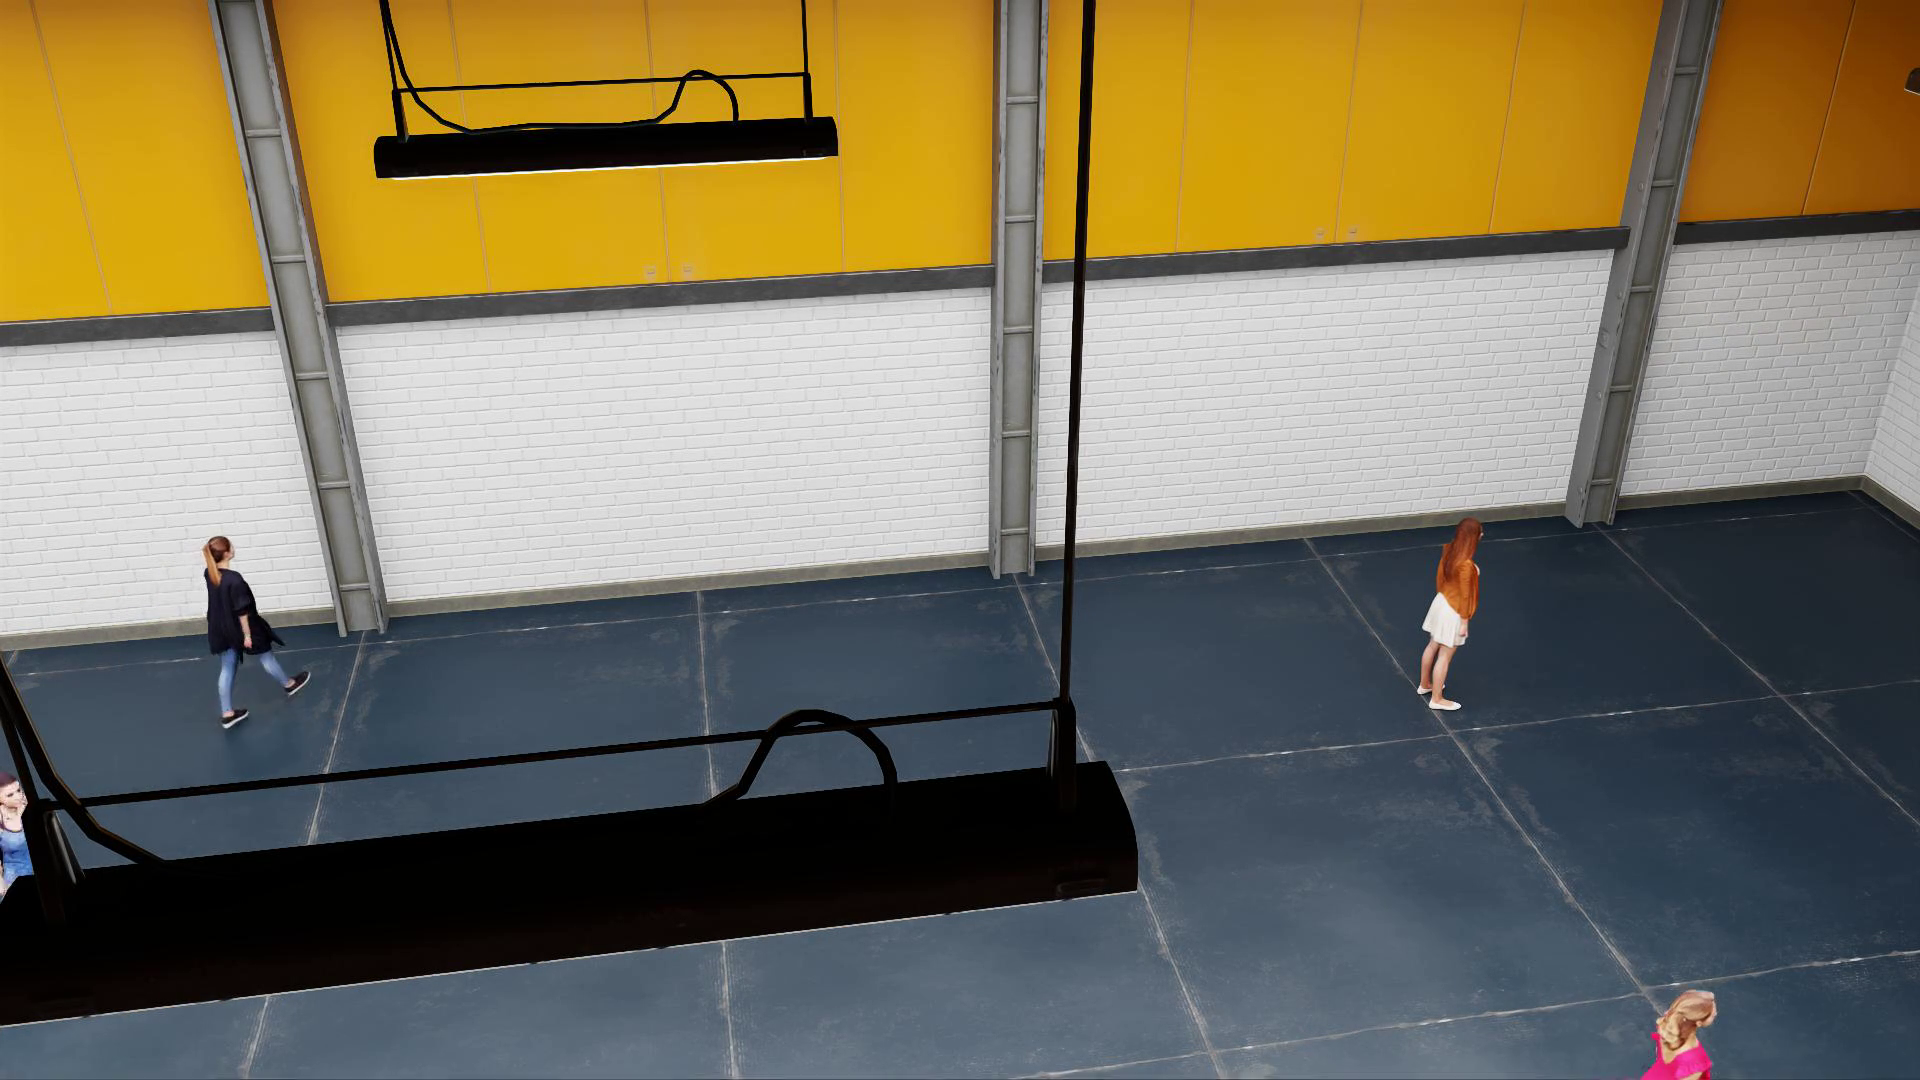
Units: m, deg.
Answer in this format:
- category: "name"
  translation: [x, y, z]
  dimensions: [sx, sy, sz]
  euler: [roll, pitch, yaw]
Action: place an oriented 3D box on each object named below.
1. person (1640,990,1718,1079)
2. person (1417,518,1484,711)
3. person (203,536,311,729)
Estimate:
- category: "person"
  translation: [3.750, 3.102, 9.090]
  dimensions: [0.921, 1.706, 0.617]
  euler: [-2, 29, -5]
- category: "person"
  translation: [4.029, 0.586, 13.689]
  dimensions: [0.547, 1.719, 0.617]
  euler: [-5, 29, -9]
- category: "person"
  translation: [-5.921, 0.771, 13.426]
  dimensions: [1.062, 1.645, 1.069]
  euler: [15, 32, 25]
